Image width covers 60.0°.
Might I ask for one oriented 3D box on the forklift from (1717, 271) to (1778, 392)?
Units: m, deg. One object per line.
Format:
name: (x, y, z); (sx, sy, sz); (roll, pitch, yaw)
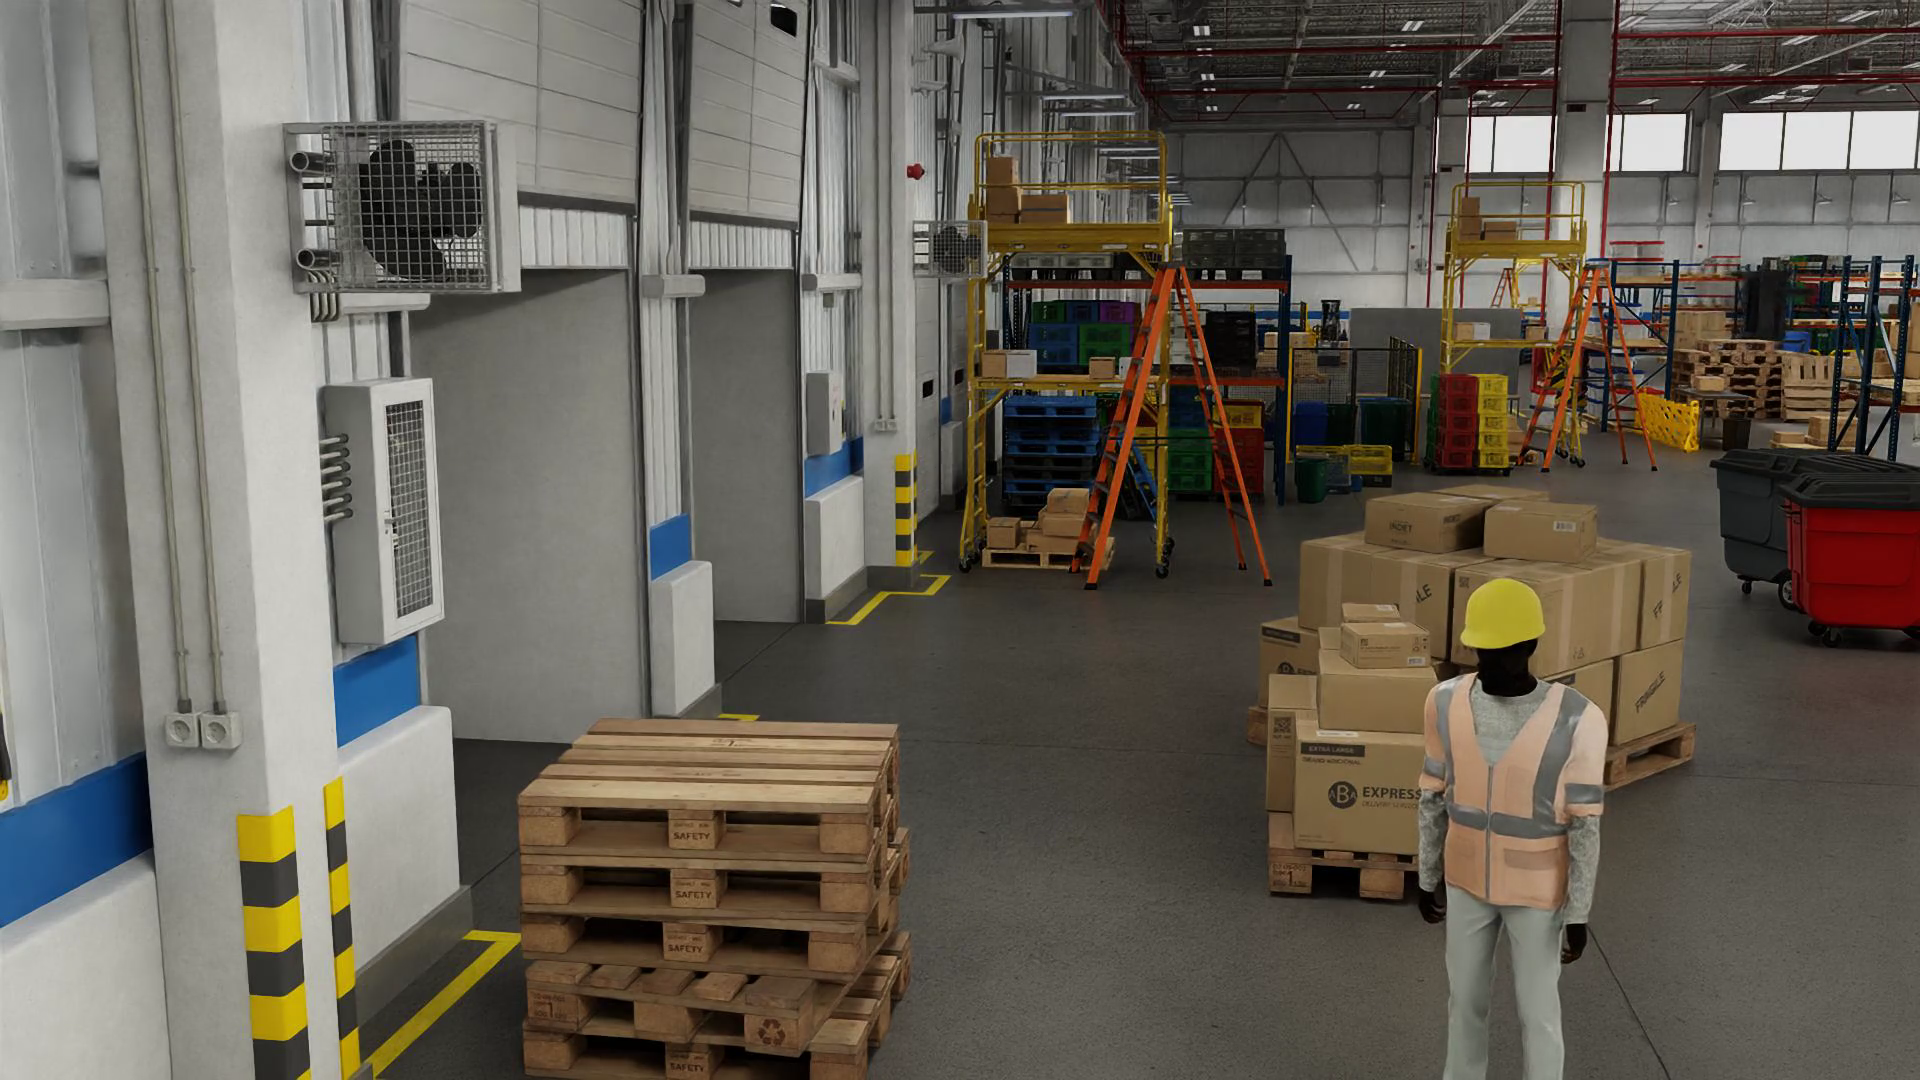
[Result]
forklift: (18.501, -4.836, 38.592); (1.873, 2.768, 1.129); (0, 9, 3)

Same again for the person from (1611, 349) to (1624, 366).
person: (14.788, -4.214, 37.664); (0.549, 1.934, 0.374); (6, 11, 31)

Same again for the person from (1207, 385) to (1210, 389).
person: (5.171, -3.651, 35.136); (0.312, 1.633, 0.519); (-5, 11, -29)

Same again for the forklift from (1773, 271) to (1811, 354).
forklift: (23.501, -6.372, 48.065); (1.873, 2.768, 1.129); (0, 9, -2)

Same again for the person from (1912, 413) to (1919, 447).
person: (15.670, -2.369, 26.893); (0.319, 1.739, 0.485); (9, 13, 43)

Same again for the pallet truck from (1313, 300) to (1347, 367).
pallet truck: (11.159, -6.200, 49.718); (0.823, 1.965, 1.885); (4, 10, 26)

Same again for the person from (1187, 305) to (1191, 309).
person: (6.192, -5.354, 44.722); (0.544, 1.930, 0.389); (-5, 11, -29)

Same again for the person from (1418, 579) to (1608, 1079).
person: (1.682, 1.062, 5.185); (0.587, 1.918, 0.398); (8, 12, 40)
